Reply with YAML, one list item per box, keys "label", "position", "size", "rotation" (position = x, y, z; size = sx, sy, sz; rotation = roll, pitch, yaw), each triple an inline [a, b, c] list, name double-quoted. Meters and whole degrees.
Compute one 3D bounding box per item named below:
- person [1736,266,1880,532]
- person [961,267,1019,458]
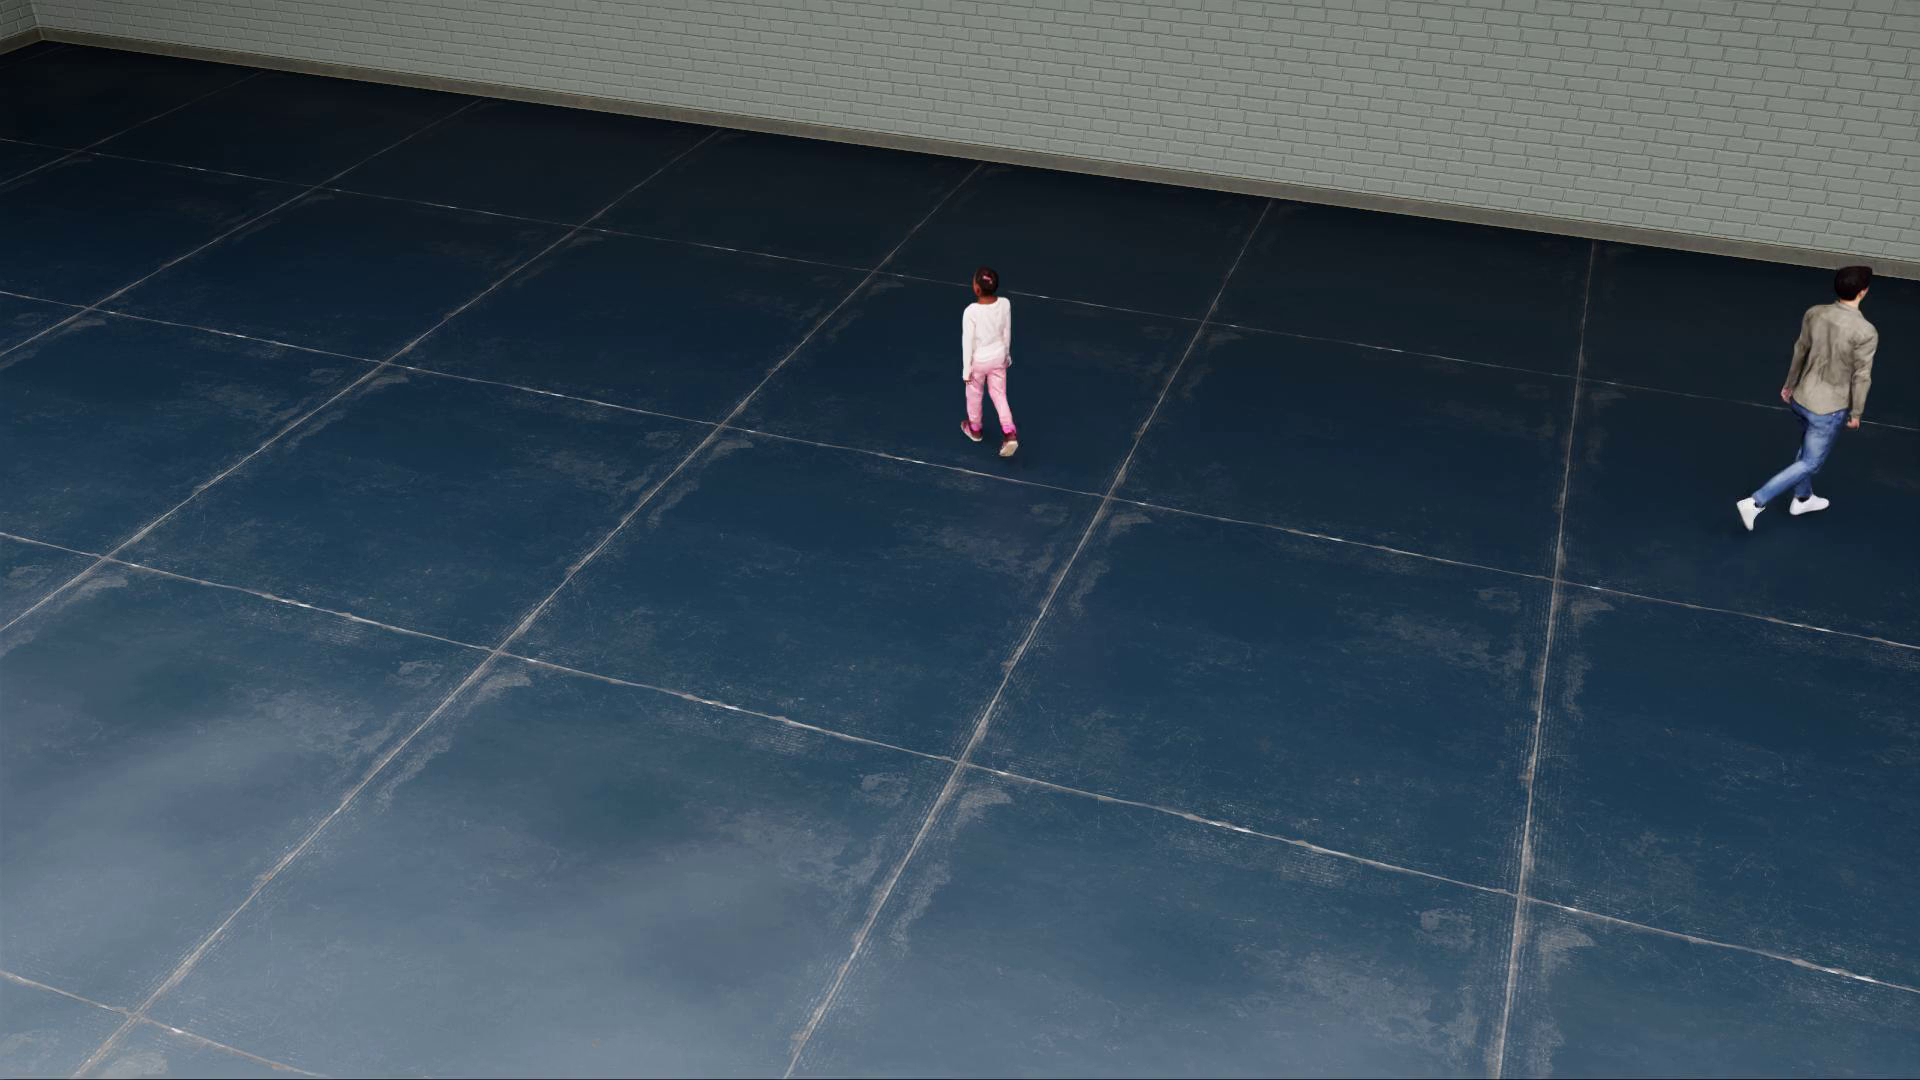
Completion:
- label: "person"
  position: [5.521, -0.874, 10.787]
  size: [1.178, 1.842, 1.167]
  rotation: [-11, 35, -17]
- label: "person"
  position: [0.225, -1.257, 11.758]
  size: [0.921, 1.425, 0.983]
  rotation: [-14, 36, -21]
